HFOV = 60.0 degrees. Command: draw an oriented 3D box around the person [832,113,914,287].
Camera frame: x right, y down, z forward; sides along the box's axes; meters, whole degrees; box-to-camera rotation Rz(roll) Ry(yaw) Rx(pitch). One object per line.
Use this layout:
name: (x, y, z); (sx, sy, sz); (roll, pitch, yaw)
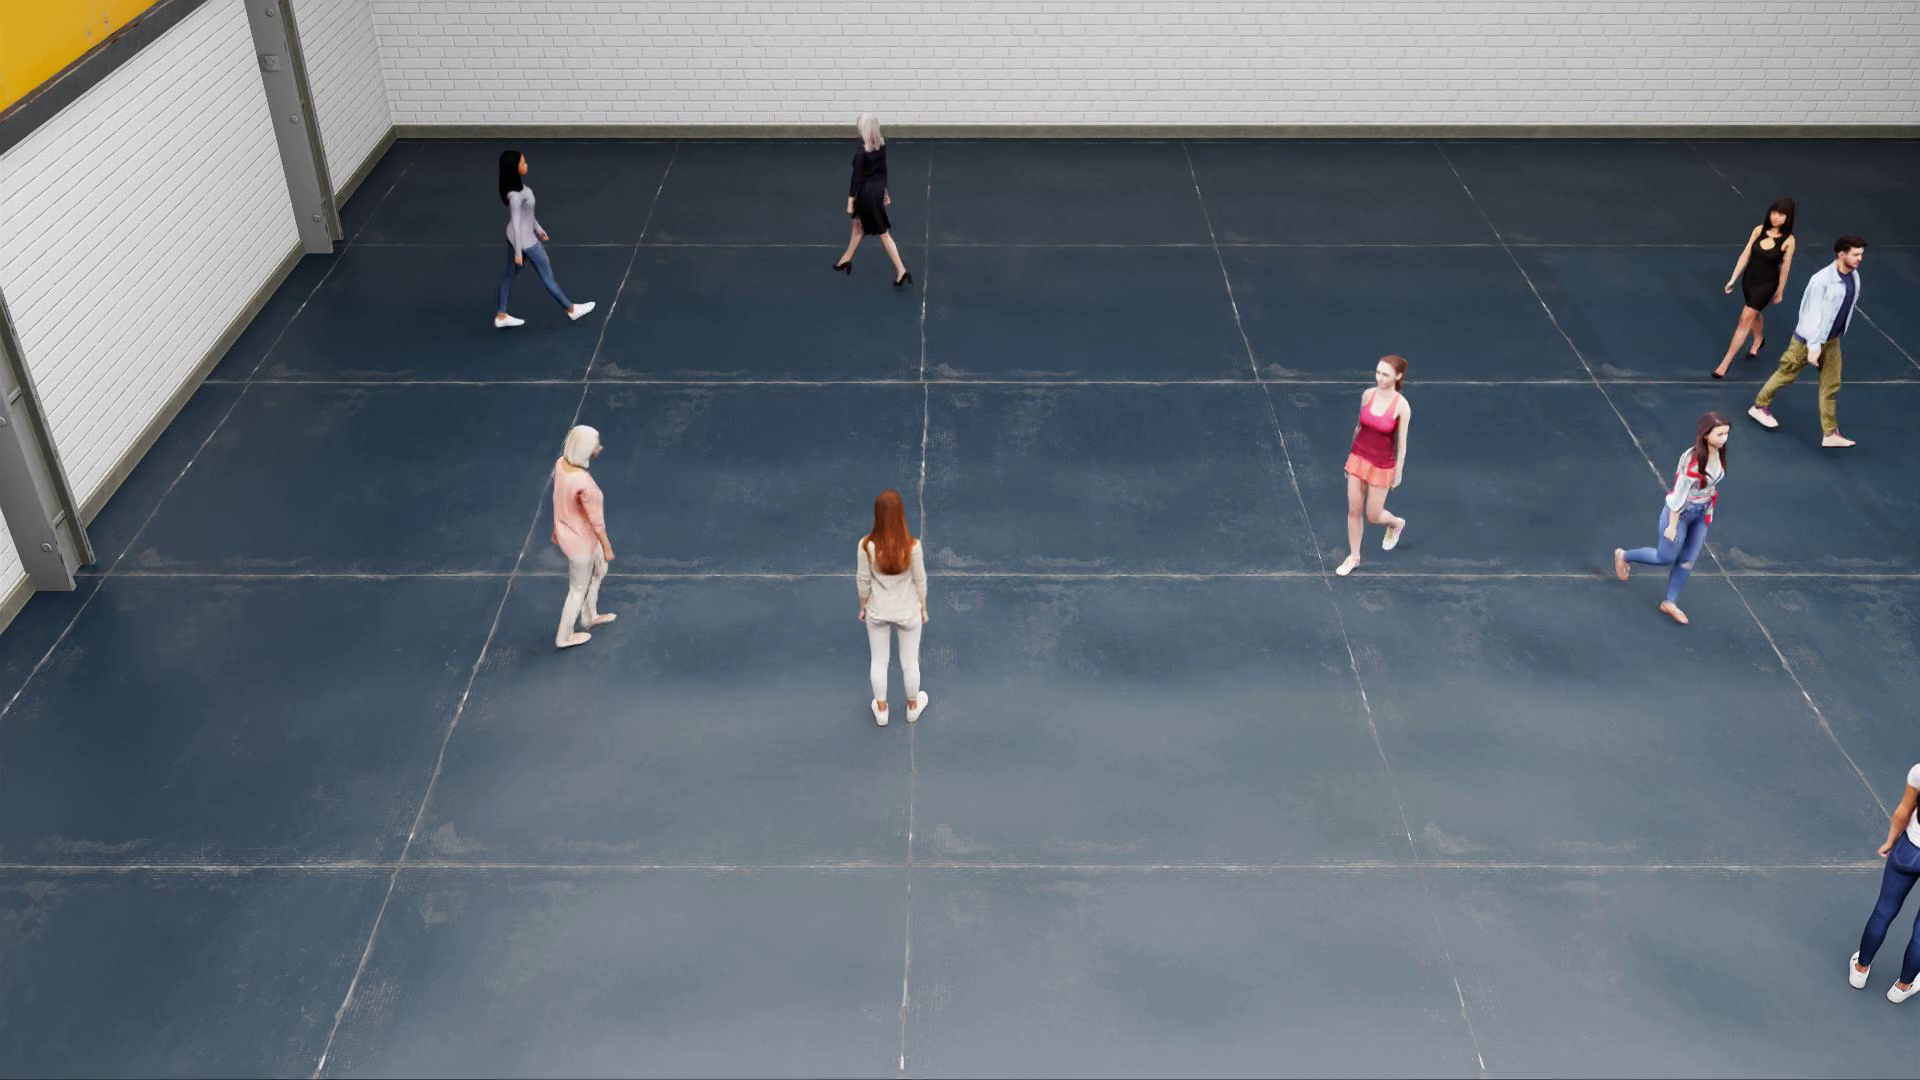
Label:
person: (-0.787, -3.201, 15.946); (1.028, 1.689, 1.160); (18, 38, 25)

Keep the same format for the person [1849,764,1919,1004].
person: (4.975, 1.667, 8.545); (0.663, 1.774, 0.712); (26, 42, 34)

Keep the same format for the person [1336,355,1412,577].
person: (3.006, -0.555, 11.920); (0.913, 1.738, 0.865); (-27, 42, -34)

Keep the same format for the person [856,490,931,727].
person: (-0.420, 0.442, 10.443); (0.600, 1.713, 0.545); (1, 34, 2)

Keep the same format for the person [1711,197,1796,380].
person: (7.029, -2.227, 14.556); (0.986, 1.605, 1.053); (-20, 39, -27)

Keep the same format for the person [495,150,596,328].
person: (-4.096, -2.694, 15.185); (0.960, 1.686, 1.169); (-12, 35, -17)

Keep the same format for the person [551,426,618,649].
person: (-2.619, 0.004, 11.128); (0.836, 1.684, 0.789); (-25, 41, -33)

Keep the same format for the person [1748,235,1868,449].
person: (6.888, -1.646, 13.538); (0.988, 1.764, 1.264); (-13, 36, -19)

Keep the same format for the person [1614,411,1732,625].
person: (4.963, -0.209, 11.528); (0.863, 1.597, 1.004); (-18, 38, -25)
